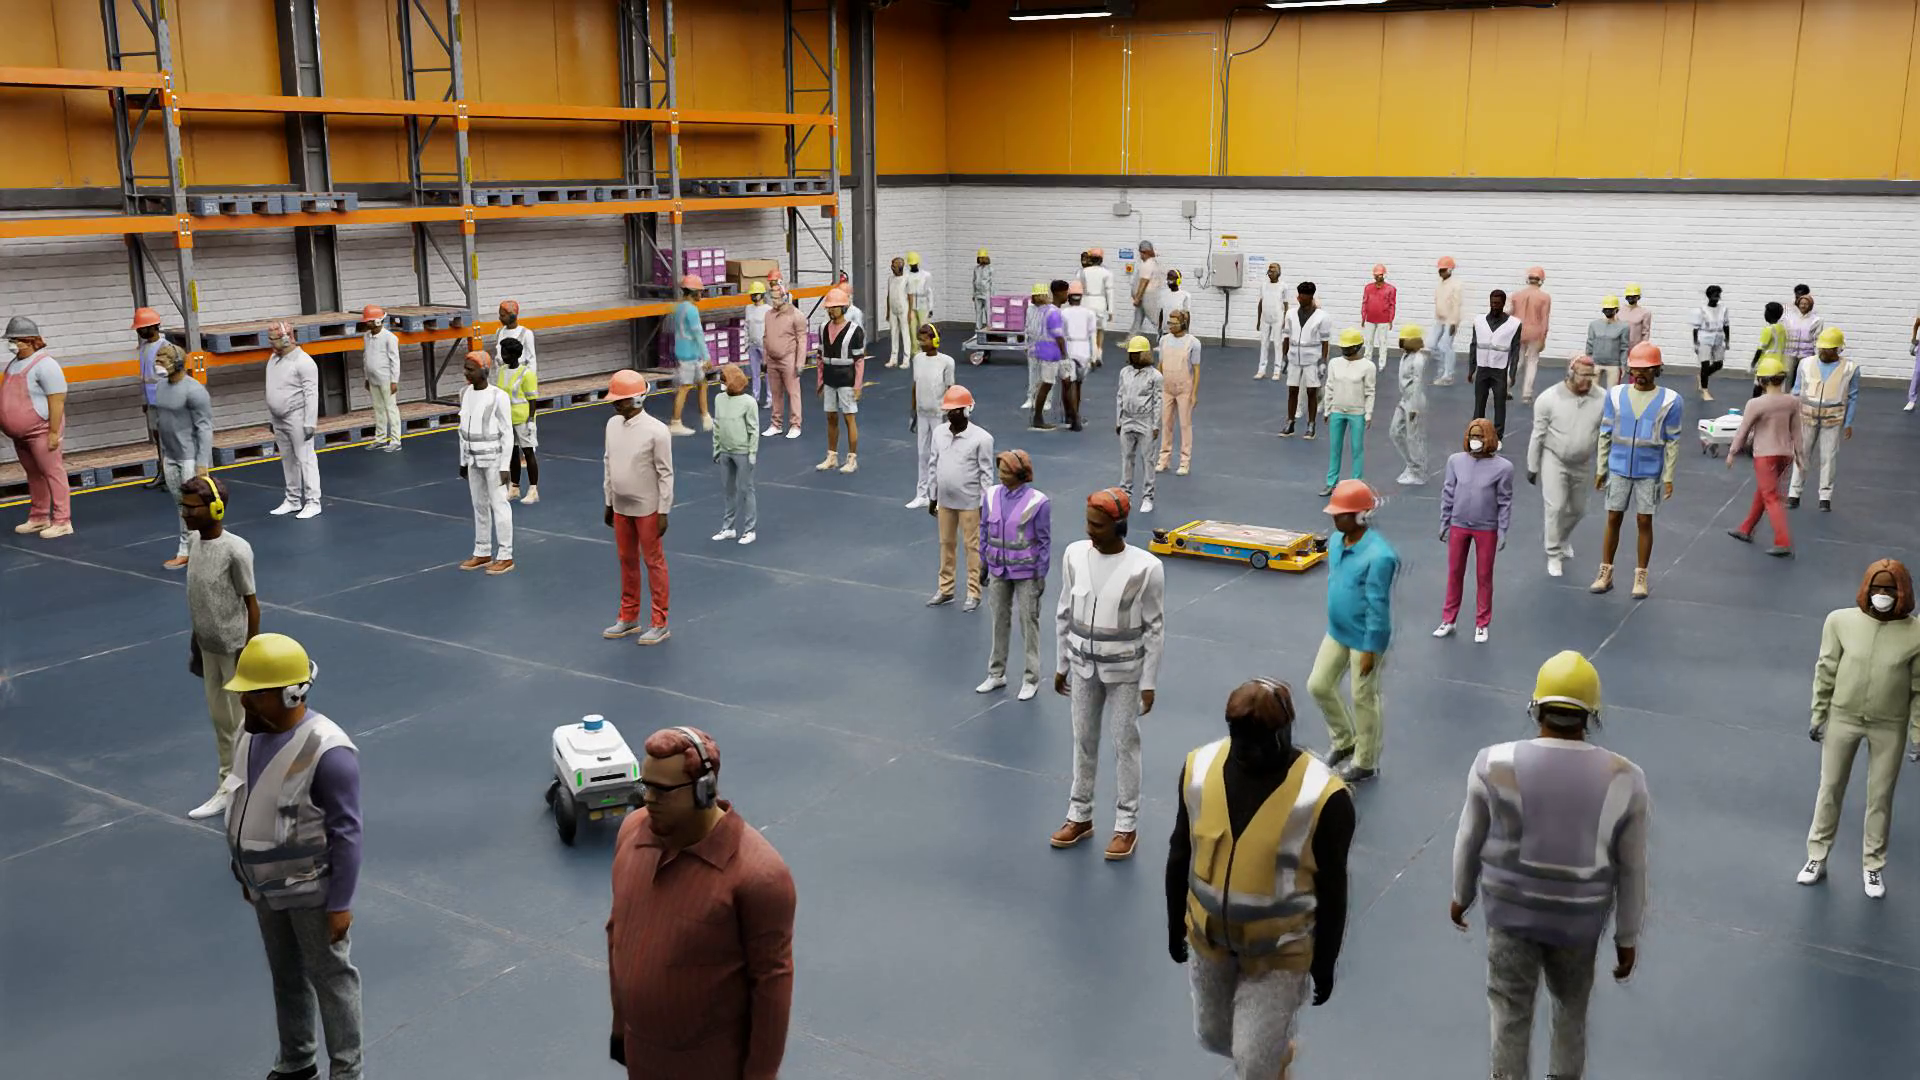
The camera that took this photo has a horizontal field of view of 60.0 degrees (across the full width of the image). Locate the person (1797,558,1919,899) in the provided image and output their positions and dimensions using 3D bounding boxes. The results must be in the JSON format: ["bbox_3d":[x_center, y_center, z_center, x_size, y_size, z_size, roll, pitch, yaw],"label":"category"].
[{"bbox_3d":[4.295,0.881,7.873,0.497,1.634,0.279,8,15,32],"label":"person"}]

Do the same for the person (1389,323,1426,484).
[{"bbox_3d":[4.807,-1.450,17.746,0.413,1.728,0.530,0,13,-1],"label":"person"}]

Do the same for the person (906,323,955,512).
[{"bbox_3d":[-0.288,-1.210,16.447,0.517,1.865,0.328,8,15,32],"label":"person"}]

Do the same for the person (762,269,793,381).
[{"bbox_3d":[-2.862,-3.334,25.895,0.560,1.753,0.329,8,15,32],"label":"person"}]

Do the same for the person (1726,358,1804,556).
[{"bbox_3d":[7.183,-0.746,14.764,0.546,1.709,0.926,-4,14,-17],"label":"person"}]

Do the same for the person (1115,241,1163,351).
[{"bbox_3d":[3.360,-4.424,29.994,1.012,2.000,0.689,2,13,8],"label":"person"}]

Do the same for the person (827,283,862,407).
[{"bbox_3d":[-1.612,-2.763,23.447,0.571,1.733,0.654,8,15,32],"label":"person"}]

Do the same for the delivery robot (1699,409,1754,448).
[{"bbox_3d":[9.031,-1.288,19.443,0.707,0.478,0.477,-1,13,-2],"label":"delivery robot"}]

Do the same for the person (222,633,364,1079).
[{"bbox_3d":[-2.398,1.217,5.979,0.586,1.835,0.404,8,15,32],"label":"person"}]

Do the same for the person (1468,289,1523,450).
[{"bbox_3d":[6.388,-2.041,19.924,0.587,1.920,0.391,8,15,32],"label":"person"}]

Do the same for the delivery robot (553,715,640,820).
[{"bbox_3d":[-1.928,1.167,8.794,0.477,0.478,0.707,-5,14,-22],"label":"delivery robot"}]

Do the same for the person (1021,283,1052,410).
[{"bbox_3d":[1.099,-2.684,23.101,0.483,1.745,0.301,8,15,32],"label":"person"}]

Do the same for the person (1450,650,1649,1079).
[{"bbox_3d":[2.028,1.271,5.784,0.614,1.811,0.457,3,13,12],"label":"person"}]

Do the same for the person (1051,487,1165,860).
[{"bbox_3d":[0.727,0.657,8.298,0.572,1.886,0.354,8,15,32],"label":"person"}]

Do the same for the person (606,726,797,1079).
[{"bbox_3d":[-0.786,1.450,4.808,0.636,1.911,0.404,8,15,32],"label":"person"}]

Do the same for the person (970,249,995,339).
[{"bbox_3d":[0.434,-4.668,31.706,0.483,1.745,0.301,8,15,32],"label":"person"}]

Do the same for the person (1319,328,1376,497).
[{"bbox_3d":[3.969,-1.291,17.025,0.523,1.761,0.328,8,15,32],"label":"person"}]

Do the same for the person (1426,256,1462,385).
[{"bbox_3d":[7.421,-3.348,25.458,0.439,1.975,0.629,-5,14,-22],"label":"person"}]

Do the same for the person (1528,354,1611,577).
[{"bbox_3d":[5.126,-0.666,14.079,0.681,1.872,0.744,0,13,2],"label":"person"}]

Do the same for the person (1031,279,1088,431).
[{"bbox_3d":[1.312,-2.344,21.194,0.869,1.927,0.628,1,13,3],"label":"person"}]

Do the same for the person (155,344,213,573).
[{"bbox_3d":[-6.523,-0.684,13.995,0.627,1.940,0.371,8,15,32],"label":"person"}]

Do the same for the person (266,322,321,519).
[{"bbox_3d":[-6.498,-1.157,16.133,0.636,1.903,0.404,8,15,32],"label":"person"}]

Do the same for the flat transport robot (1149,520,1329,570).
[{"bbox_3d":[2.443,0.027,14.566,1.431,0.197,0.652,8,15,31],"label":"flat transport robot"}]

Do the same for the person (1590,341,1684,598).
[{"bbox_3d":[5.358,-0.553,13.198,0.605,2.045,0.382,8,15,32],"label":"person"}]

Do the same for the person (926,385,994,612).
[{"bbox_3d":[-0.017,-0.323,12.834,0.560,1.753,0.329,8,15,32],"label":"person"}]

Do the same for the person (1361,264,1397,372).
[{"bbox_3d":[6.801,-3.616,27.115,0.560,1.753,0.329,8,15,32],"label":"person"}]

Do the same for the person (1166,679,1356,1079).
[{"bbox_3d":[1.003,1.314,5.603,0.629,1.818,0.764,9,16,35],"label":"person"}]

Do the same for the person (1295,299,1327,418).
[{"bbox_3d":[4.721,-2.468,22.434,0.538,1.619,0.641,6,14,26],"label":"person"}]

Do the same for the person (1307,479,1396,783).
[{"bbox_3d":[2.179,0.515,9.232,0.409,1.734,0.577,-6,14,-23],"label":"person"}]

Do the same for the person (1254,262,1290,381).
[{"bbox_3d":[4.889,-3.418,26.059,0.506,1.847,0.344,8,15,32],"label":"person"}]

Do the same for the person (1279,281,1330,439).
[{"bbox_3d":[4.276,-2.234,20.675,0.600,1.959,0.375,8,15,32],"label":"person"}]

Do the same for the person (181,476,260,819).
[{"bbox_3d":[-3.846,0.583,8.662,0.517,1.869,0.328,8,15,32],"label":"person"}]
